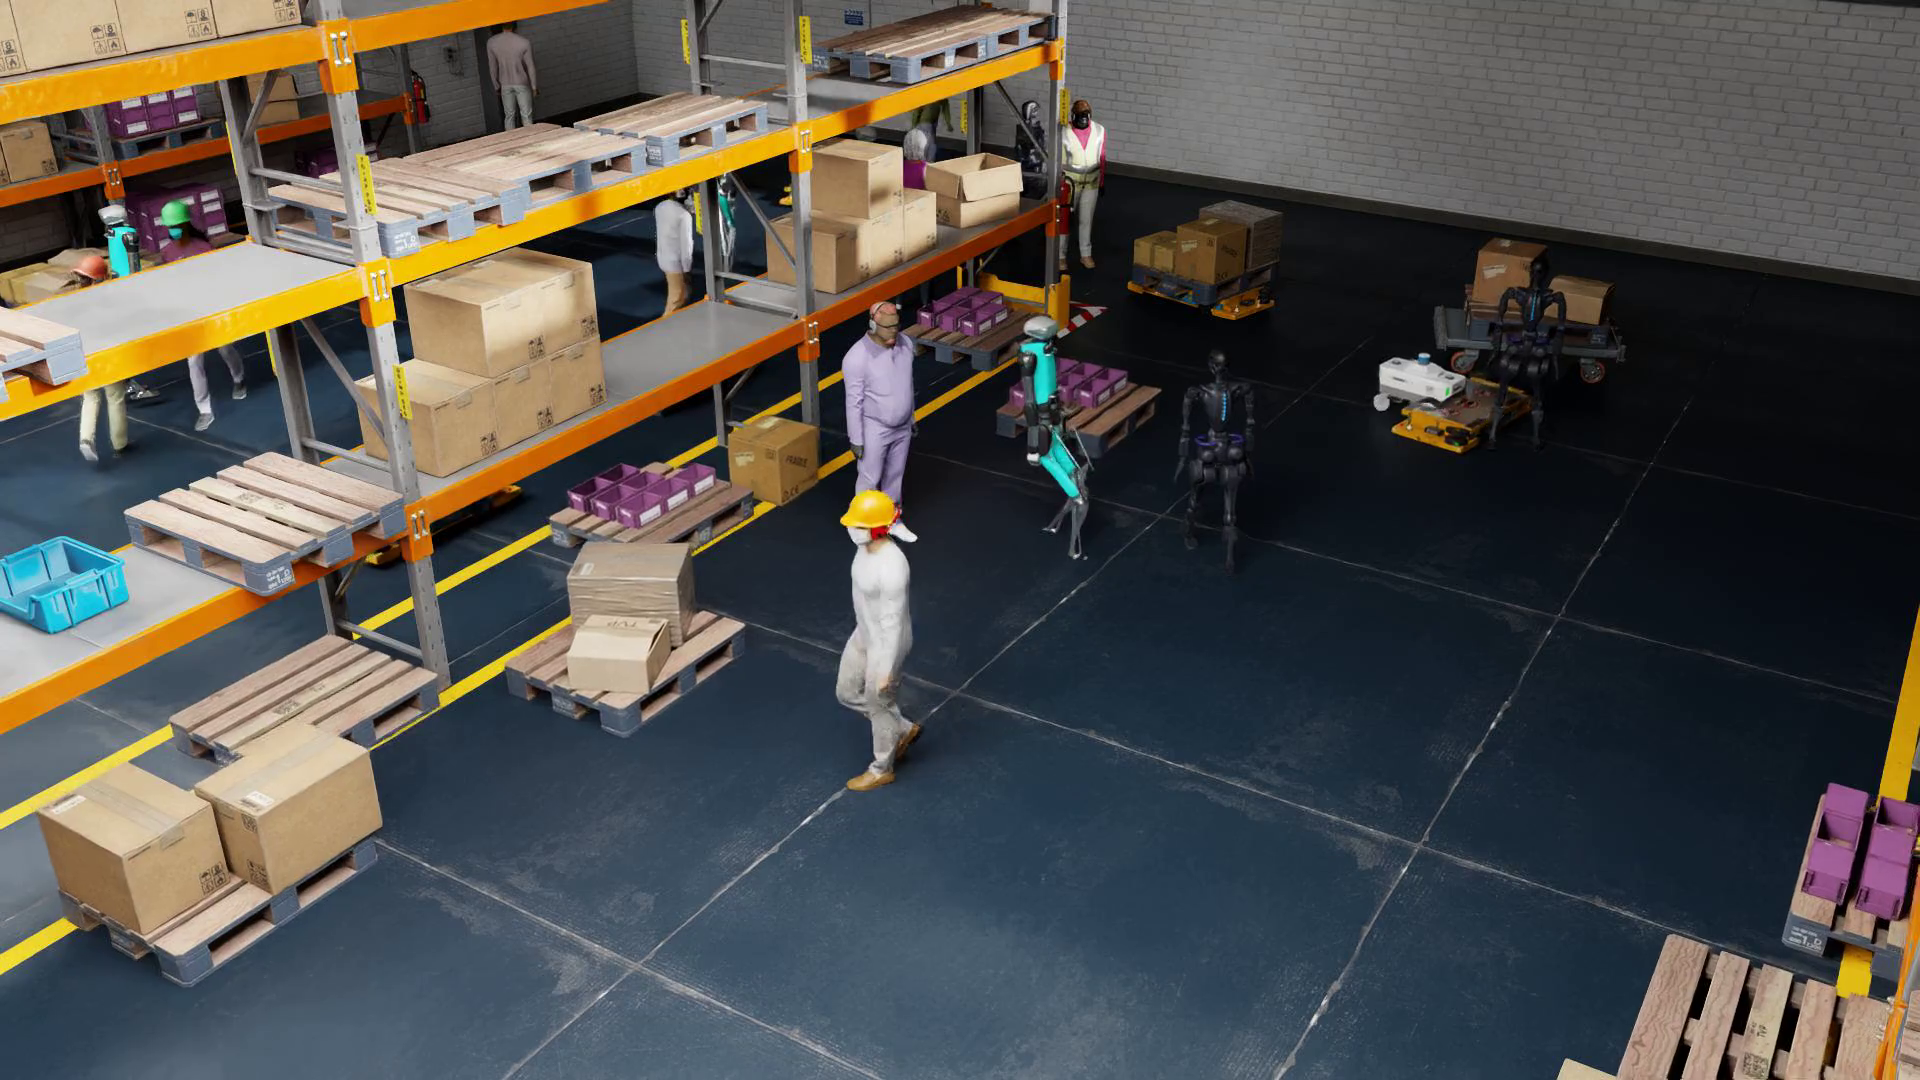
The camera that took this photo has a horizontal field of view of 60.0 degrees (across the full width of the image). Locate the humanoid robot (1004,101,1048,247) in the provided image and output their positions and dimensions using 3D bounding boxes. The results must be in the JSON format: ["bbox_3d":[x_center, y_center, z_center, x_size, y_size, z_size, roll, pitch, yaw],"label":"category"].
[{"bbox_3d":[0.787,-4.116,18.786,0.611,1.644,0.601,-19,33,-33],"label":"humanoid robot"}]

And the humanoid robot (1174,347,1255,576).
[{"bbox_3d":[1.834,-0.592,11.862,0.585,1.625,0.792,-5,27,-9],"label":"humanoid robot"}]

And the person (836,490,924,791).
[{"bbox_3d":[-0.470,0.571,9.289,0.450,1.884,0.604,-11,29,-20],"label":"person"}]

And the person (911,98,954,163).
[{"bbox_3d":[-0.354,-5.286,21.137,0.656,1.585,0.522,18,32,32],"label":"person"}]

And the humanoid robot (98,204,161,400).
[{"bbox_3d":[-7.379,-2.016,14.401,0.735,1.677,0.533,-23,35,-37],"label":"humanoid robot"}]

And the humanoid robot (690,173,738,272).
[{"bbox_3d":[-2.653,-3.836,18.153,0.532,1.759,0.901,5,27,9],"label":"humanoid robot"}]

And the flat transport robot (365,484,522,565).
[{"bbox_3d":[-4.094,-0.234,12.658,0.659,0.231,1.431,16,31,28],"label":"flat transport robot"}]

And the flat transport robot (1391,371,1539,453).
[{"bbox_3d":[4.391,-1.110,14.385,0.659,0.231,1.431,23,35,38],"label":"flat transport robot"}]

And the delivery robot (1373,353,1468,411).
[{"bbox_3d":[4.014,-1.337,14.507,0.771,0.587,0.499,23,35,38],"label":"delivery robot"}]

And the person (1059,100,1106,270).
[{"bbox_3d":[1.290,-3.850,18.047,0.632,1.841,0.429,-7,28,-14],"label":"person"}]

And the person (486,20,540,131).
[{"bbox_3d":[-5.993,-6.127,22.428,0.634,1.938,0.360,1,27,2],"label":"person"}]

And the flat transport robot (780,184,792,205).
[{"bbox_3d":[-1.668,-4.449,20.965,0.659,0.231,1.431,10,28,18],"label":"flat transport robot"}]

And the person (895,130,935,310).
[{"bbox_3d":[-0.447,-3.220,16.813,0.508,1.838,0.345,4,27,9],"label":"person"}]

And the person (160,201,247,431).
[{"bbox_3d":[-6.524,-2.002,14.324,0.493,1.916,0.941,-3,27,-6],"label":"person"}]

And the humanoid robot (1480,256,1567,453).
[{"bbox_3d":[4.628,-1.510,13.611,0.585,1.635,0.398,7,28,14],"label":"humanoid robot"}]

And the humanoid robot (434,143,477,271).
[{"bbox_3d":[-5.199,-3.289,17.180,0.613,1.653,0.737,2,27,4],"label":"humanoid robot"}]

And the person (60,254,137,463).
[{"bbox_3d":[-6.962,-1.424,13.397,0.583,1.719,0.577,-1,27,-3],"label":"person"}]

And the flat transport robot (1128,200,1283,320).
[{"bbox_3d":[2.504,-2.601,17.323,0.659,0.231,1.431,-24,35,-38],"label":"flat transport robot"}]

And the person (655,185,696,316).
[{"bbox_3d":[-2.700,-2.654,15.829,0.507,1.722,0.569,-14,30,-26],"label":"person"}]

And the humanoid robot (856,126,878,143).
[{"bbox_3d":[-1.148,-3.351,17.176,0.702,1.770,0.530,-11,29,-21],"label":"humanoid robot"}]

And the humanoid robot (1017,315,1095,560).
[{"bbox_3d":[0.817,-0.709,12.027,0.803,1.805,0.531,10,29,20],"label":"humanoid robot"}]

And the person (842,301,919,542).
[{"bbox_3d":[-0.532,-0.808,11.985,0.405,1.903,0.651,23,35,38],"label":"person"}]
